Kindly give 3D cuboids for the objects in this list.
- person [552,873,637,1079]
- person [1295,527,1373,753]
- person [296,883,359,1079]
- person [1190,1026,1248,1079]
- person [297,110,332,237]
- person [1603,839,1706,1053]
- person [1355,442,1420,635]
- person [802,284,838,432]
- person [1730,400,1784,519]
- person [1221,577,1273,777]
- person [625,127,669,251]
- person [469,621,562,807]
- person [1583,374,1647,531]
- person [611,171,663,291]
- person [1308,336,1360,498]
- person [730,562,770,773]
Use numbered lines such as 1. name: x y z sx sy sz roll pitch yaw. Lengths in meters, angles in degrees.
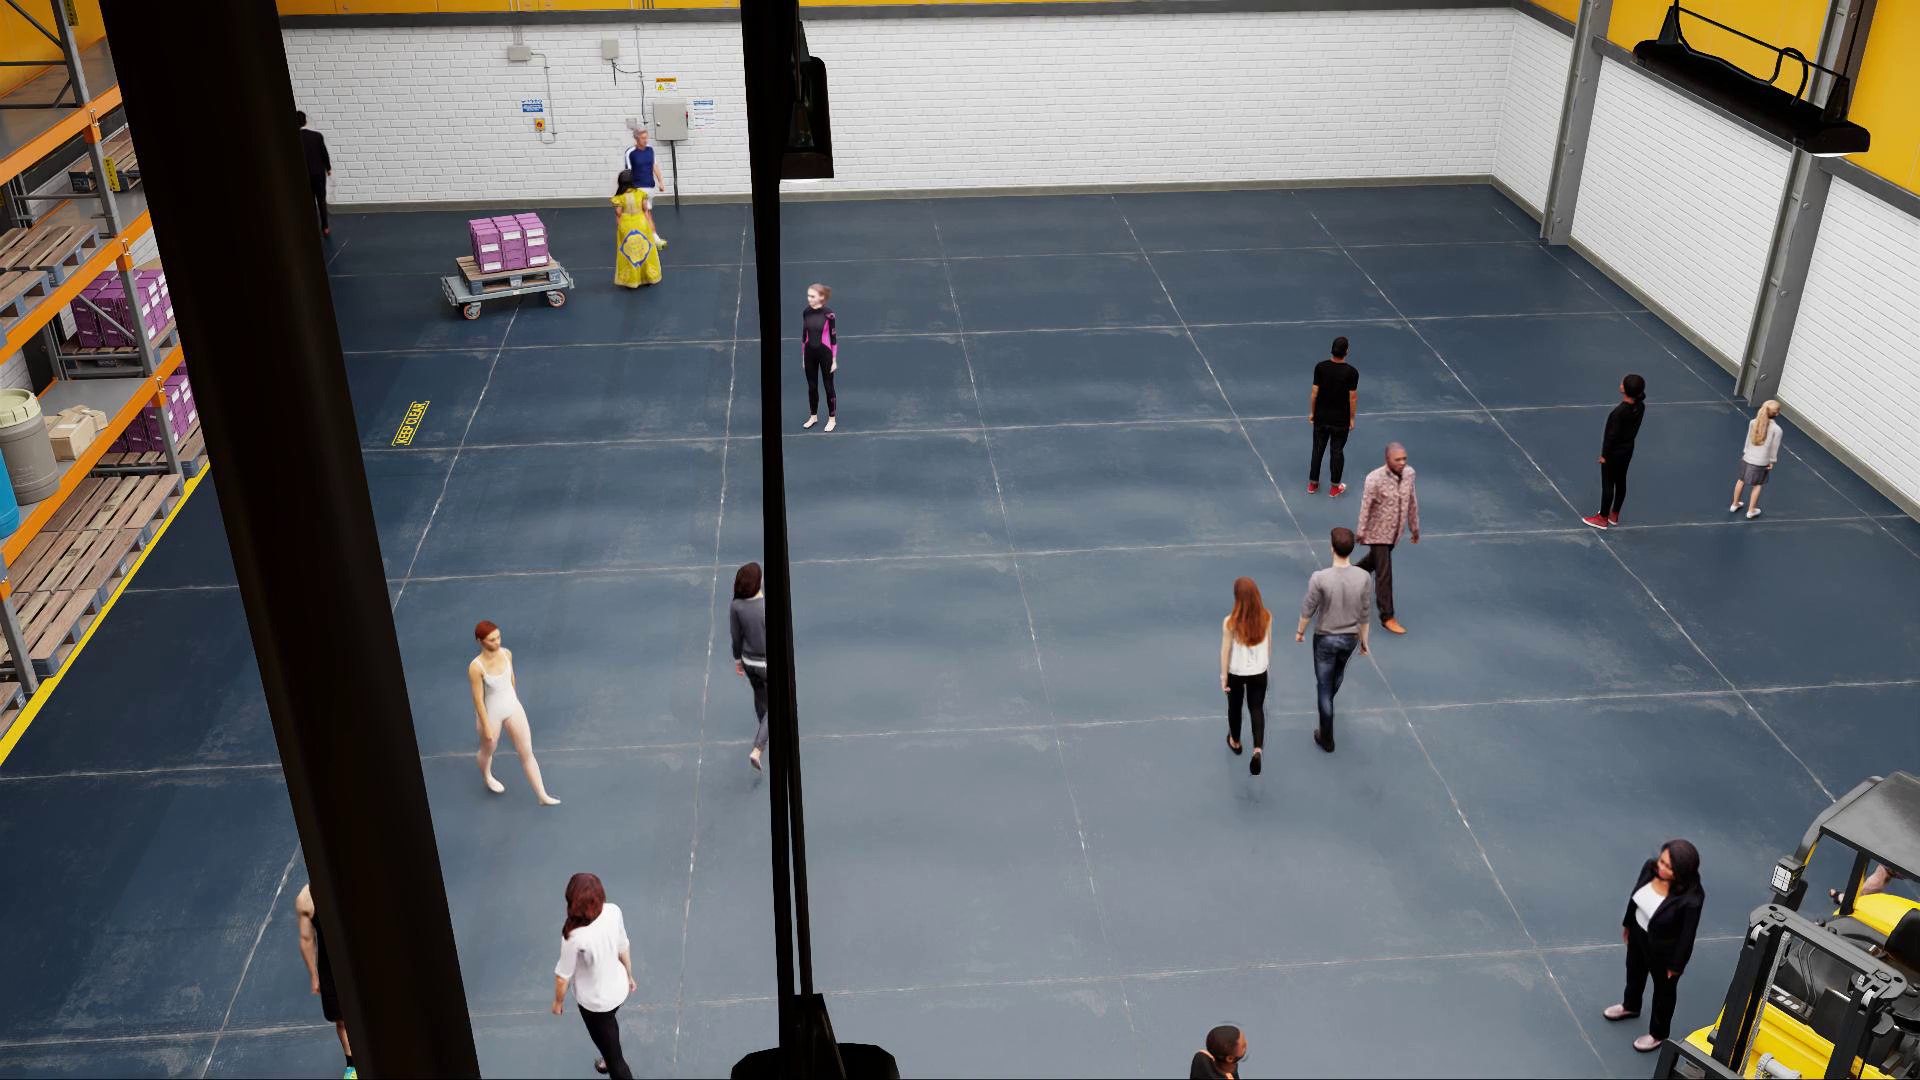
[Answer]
1. person: -2.066 2.785 9.949 0.912 1.776 0.867 16 33 27
2. person: 3.051 0.852 13.393 0.704 1.871 1.080 -3 29 -6
3. person: -3.722 2.597 10.172 0.712 1.892 0.625 -7 29 -13
4. person: 1.379 3.305 8.963 0.752 1.808 0.591 -12 31 -21
5. person: -9.744 -5.506 25.076 0.885 1.846 1.163 -10 30 -18
6. person: 4.451 2.535 10.579 0.766 1.611 0.658 -11 30 -19
7. person: 3.850 -0.121 15.279 1.008 1.774 1.317 -15 32 -25
8. person: -1.594 -2.089 18.912 0.639 1.748 0.642 10 30 18
9. person: 8.222 -0.855 17.145 0.658 1.275 0.588 -23 36 -36
10. person: 2.283 1.095 13.129 0.597 1.698 0.941 -1 29 -2
11. person: -4.755 -5.217 24.611 1.202 1.782 1.145 22 36 35
12. person: -3.609 1.329 12.803 1.062 1.599 1.017 21 35 33
13. person: 6.668 -0.903 16.815 0.680 1.675 0.689 -17 33 -28
14. person: -4.540 -4.306 23.072 0.973 1.658 0.950 -14 32 -25
15. person: 3.904 -1.302 17.461 0.710 1.757 0.717 14 31 23
16. person: -1.589 1.013 13.223 0.858 1.750 1.106 8 30 14
